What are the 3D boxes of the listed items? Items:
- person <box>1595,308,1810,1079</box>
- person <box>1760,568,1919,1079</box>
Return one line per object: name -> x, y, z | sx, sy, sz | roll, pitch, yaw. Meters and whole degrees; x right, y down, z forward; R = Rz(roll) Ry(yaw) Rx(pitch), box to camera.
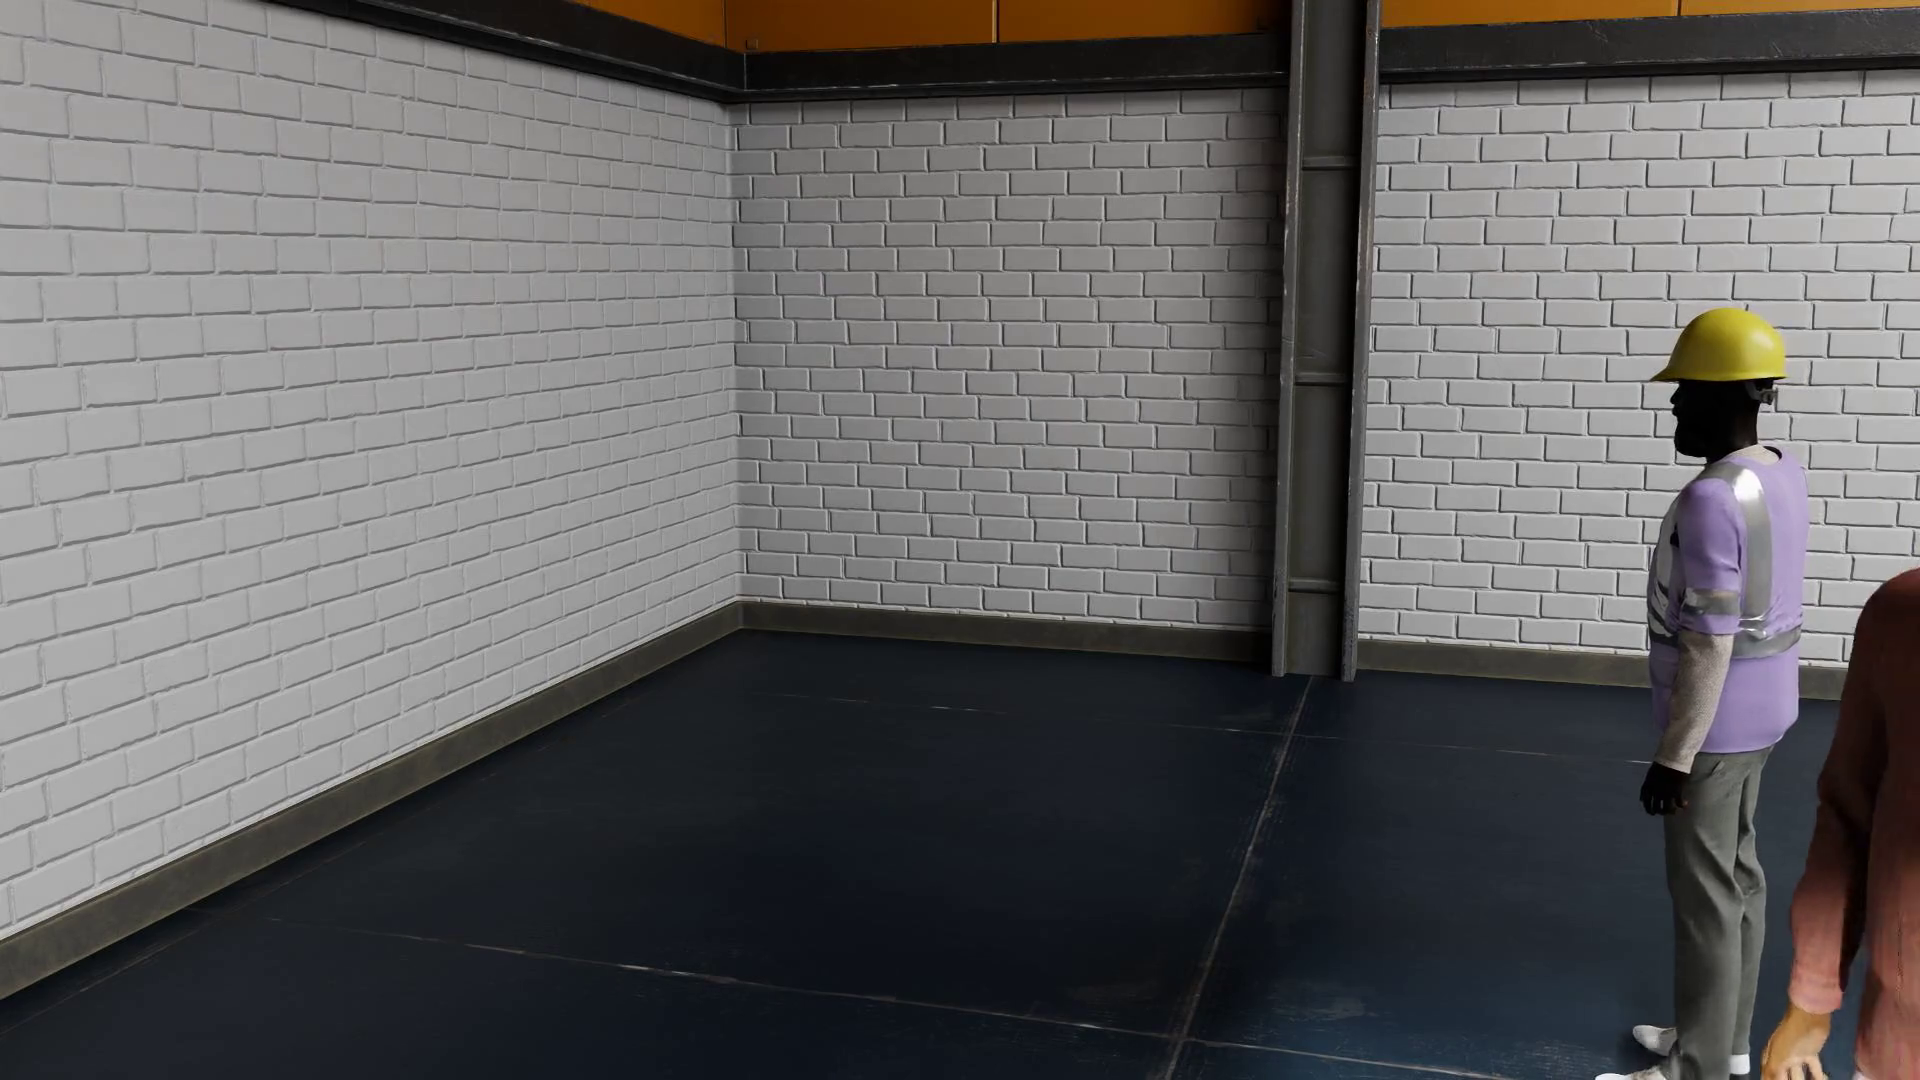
person -> 1.786, 0.418, 3.977 | 0.369, 1.927, 0.588 | 7, 12, 38
person -> 1.445, 0.689, 2.201 | 0.795, 1.974, 0.630 | -3, 10, -16
